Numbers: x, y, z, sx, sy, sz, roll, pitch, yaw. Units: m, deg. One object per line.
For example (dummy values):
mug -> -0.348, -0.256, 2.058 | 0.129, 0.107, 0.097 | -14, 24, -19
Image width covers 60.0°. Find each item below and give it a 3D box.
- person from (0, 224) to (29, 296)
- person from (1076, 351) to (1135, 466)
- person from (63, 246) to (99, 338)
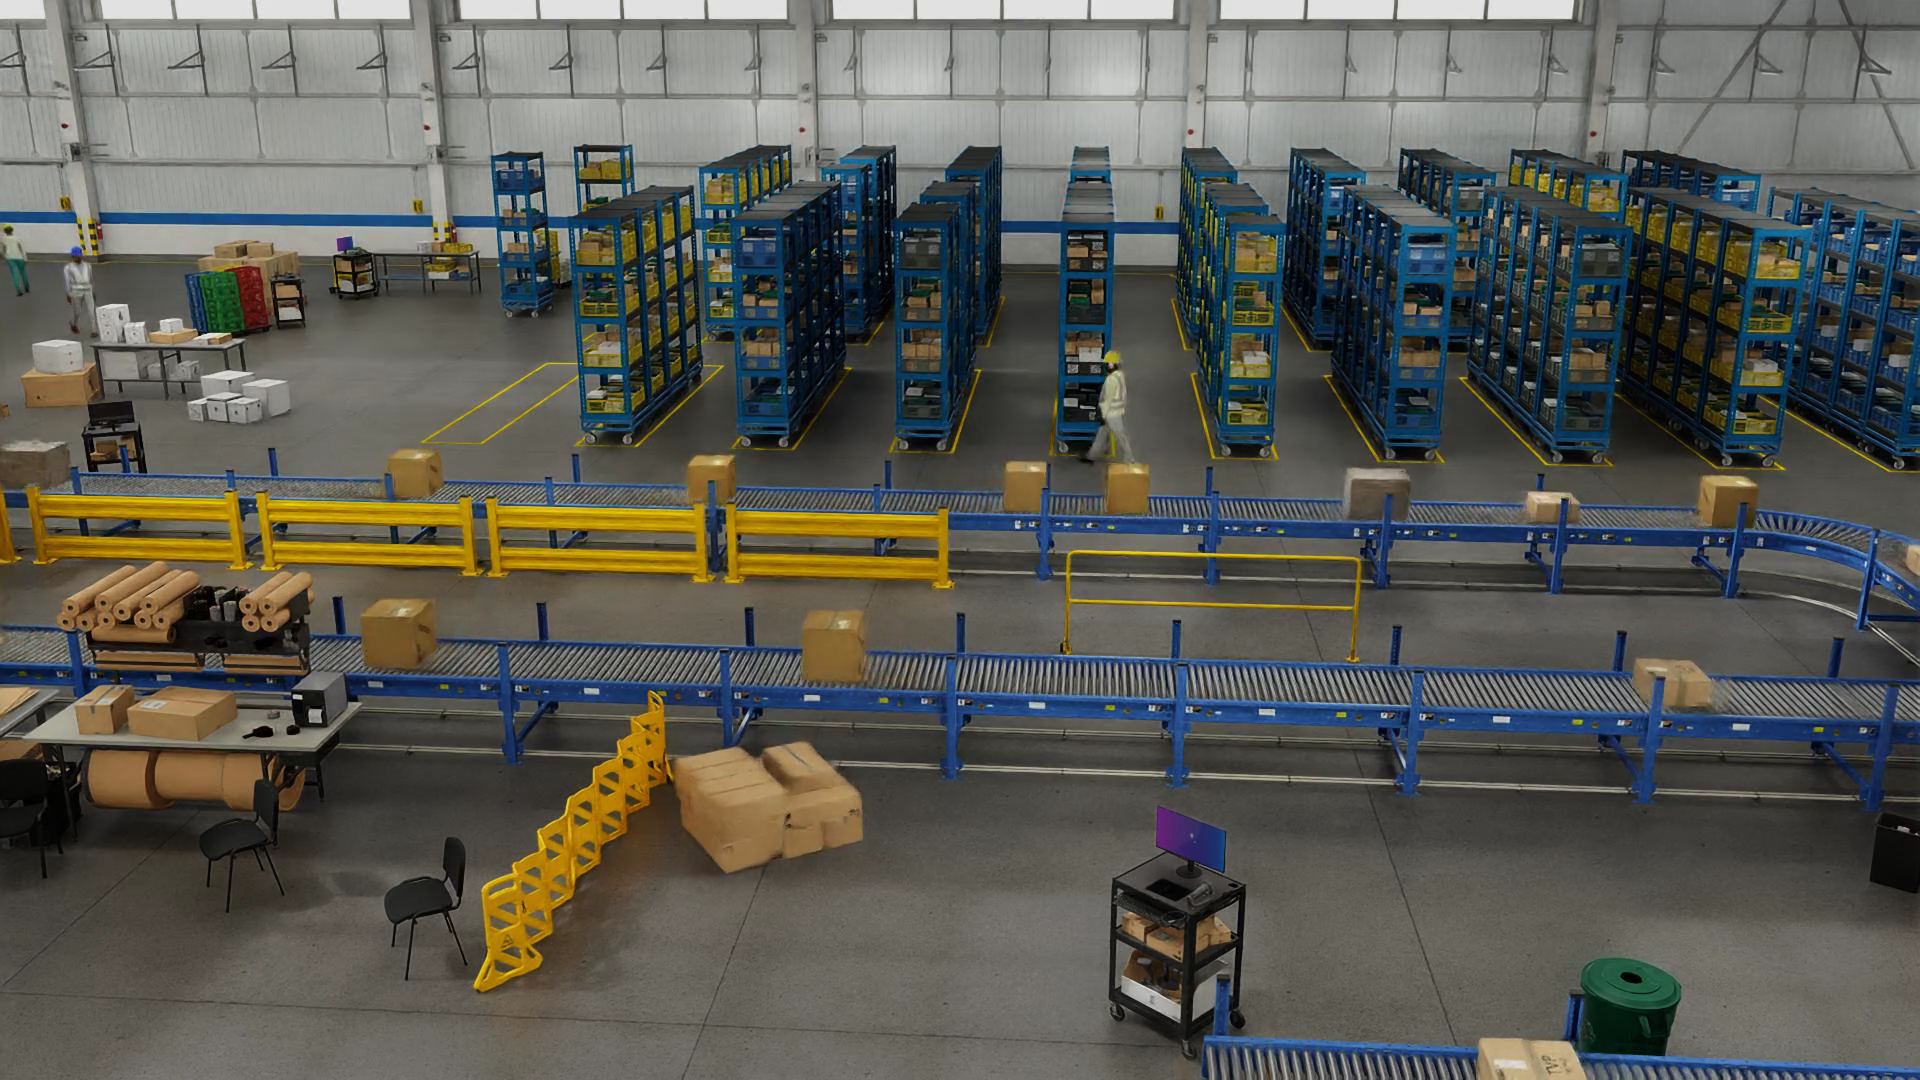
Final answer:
person -> -22.950, -6.812, 40.380 | 0.518, 1.708, 0.897 | -11, 21, -31
person -> 2.227, -1.926, 24.756 | 0.919, 1.783, 0.612 | 4, 18, 11
person -> -18.526, -5.223, 34.978 | 0.734, 1.930, 0.621 | 14, 22, 37
